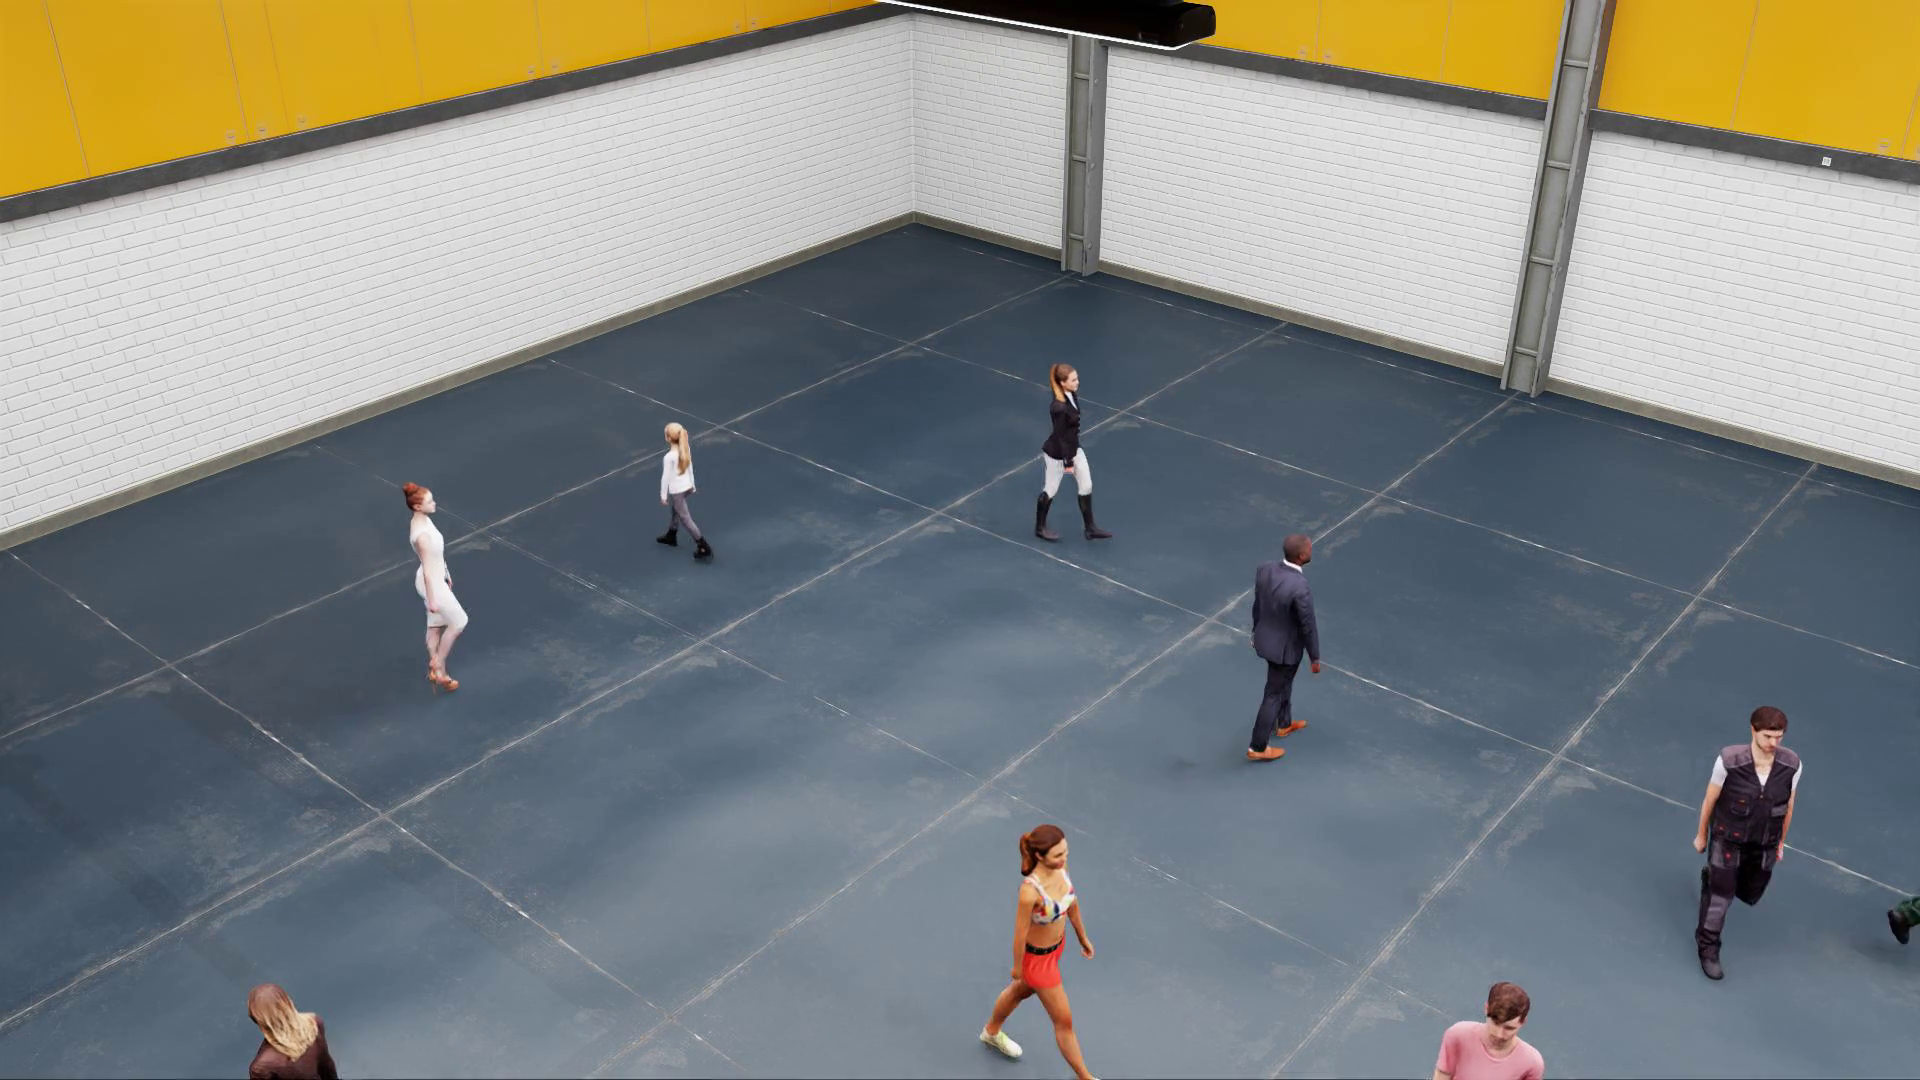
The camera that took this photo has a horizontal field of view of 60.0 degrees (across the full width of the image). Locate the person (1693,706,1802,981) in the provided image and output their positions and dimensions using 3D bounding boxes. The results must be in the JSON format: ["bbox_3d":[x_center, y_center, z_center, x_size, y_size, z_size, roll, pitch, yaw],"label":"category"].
[{"bbox_3d":[4.697,1.741,10.027,1.032,1.835,1.034,3,29,5],"label":"person"}]

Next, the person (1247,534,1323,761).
[{"bbox_3d":[2.213,0.789,11.804,0.969,1.803,0.940,-12,31,-20],"label":"person"}]

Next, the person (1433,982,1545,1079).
[{"bbox_3d":[2.461,2.803,7.991,1.223,1.919,0.836,15,32,26],"label":"person"}]

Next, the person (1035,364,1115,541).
[{"bbox_3d":[0.828,-0.756,14.740,1.011,1.704,0.749,12,31,22],"label":"person"}]

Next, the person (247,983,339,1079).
[{"bbox_3d":[-3.135,2.863,8.117,0.793,1.693,0.732,8,30,15],"label":"person"}]

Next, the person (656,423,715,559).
[{"bbox_3d":[-2.410,-0.415,14.582,0.933,1.258,0.629,14,32,24],"label":"person"}]

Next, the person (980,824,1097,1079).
[{"bbox_3d":[0.379,2.259,9.175,1.197,1.741,0.723,15,32,26],"label":"person"}]

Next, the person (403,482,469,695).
[{"bbox_3d":[-4.069,0.392,12.553,0.782,1.783,0.703,-8,30,-15],"label":"person"}]
